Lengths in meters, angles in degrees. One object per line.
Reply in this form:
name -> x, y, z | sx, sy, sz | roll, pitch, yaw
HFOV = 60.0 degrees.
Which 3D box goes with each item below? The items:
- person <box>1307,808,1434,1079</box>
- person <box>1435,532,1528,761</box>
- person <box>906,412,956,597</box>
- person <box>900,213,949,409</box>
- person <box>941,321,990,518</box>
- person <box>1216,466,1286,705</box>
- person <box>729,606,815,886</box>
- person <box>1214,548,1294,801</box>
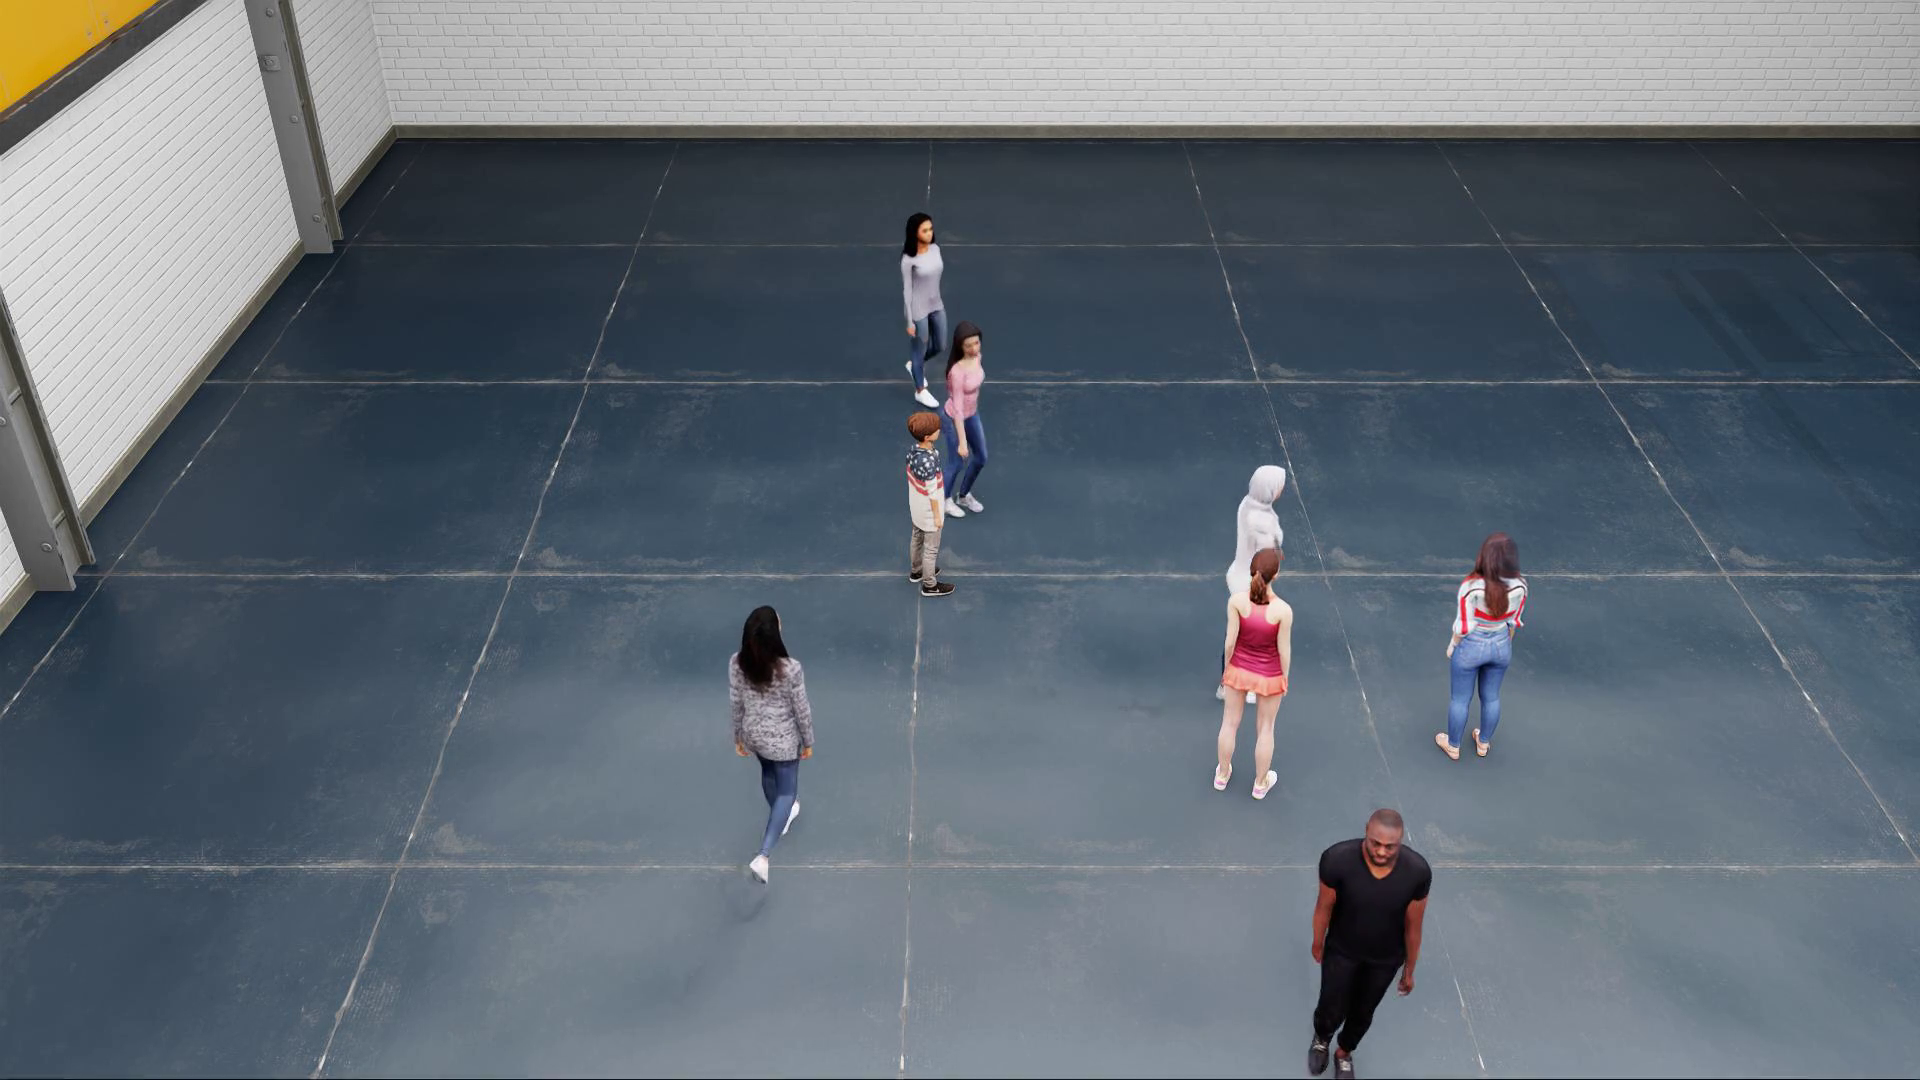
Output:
person -> 1.958, 1.941, 8.101 | 0.694, 1.810, 0.683 | 4, 34, 6
person -> 3.210, 0.658, 10.209 | 0.597, 1.612, 0.523 | -3, 34, -4
person -> -0.239, -0.272, 11.765 | 0.648, 1.439, 0.546 | -15, 36, -21
person -> -0.378, -1.950, 14.031 | 0.801, 1.725, 0.862 | -29, 43, -36
person -> -0.026, -0.911, 12.475 | 0.805, 1.716, 0.743 | 12, 36, 18
person -> 1.765, 0.310, 10.596 | 0.713, 1.763, 0.564 | -5, 34, -8
person -> -1.097, 1.165, 9.360 | 0.819, 1.708, 1.132 | 9, 35, 13
person -> 1.749, 0.789, 9.884 | 0.645, 1.754, 0.667 | 12, 36, 18
